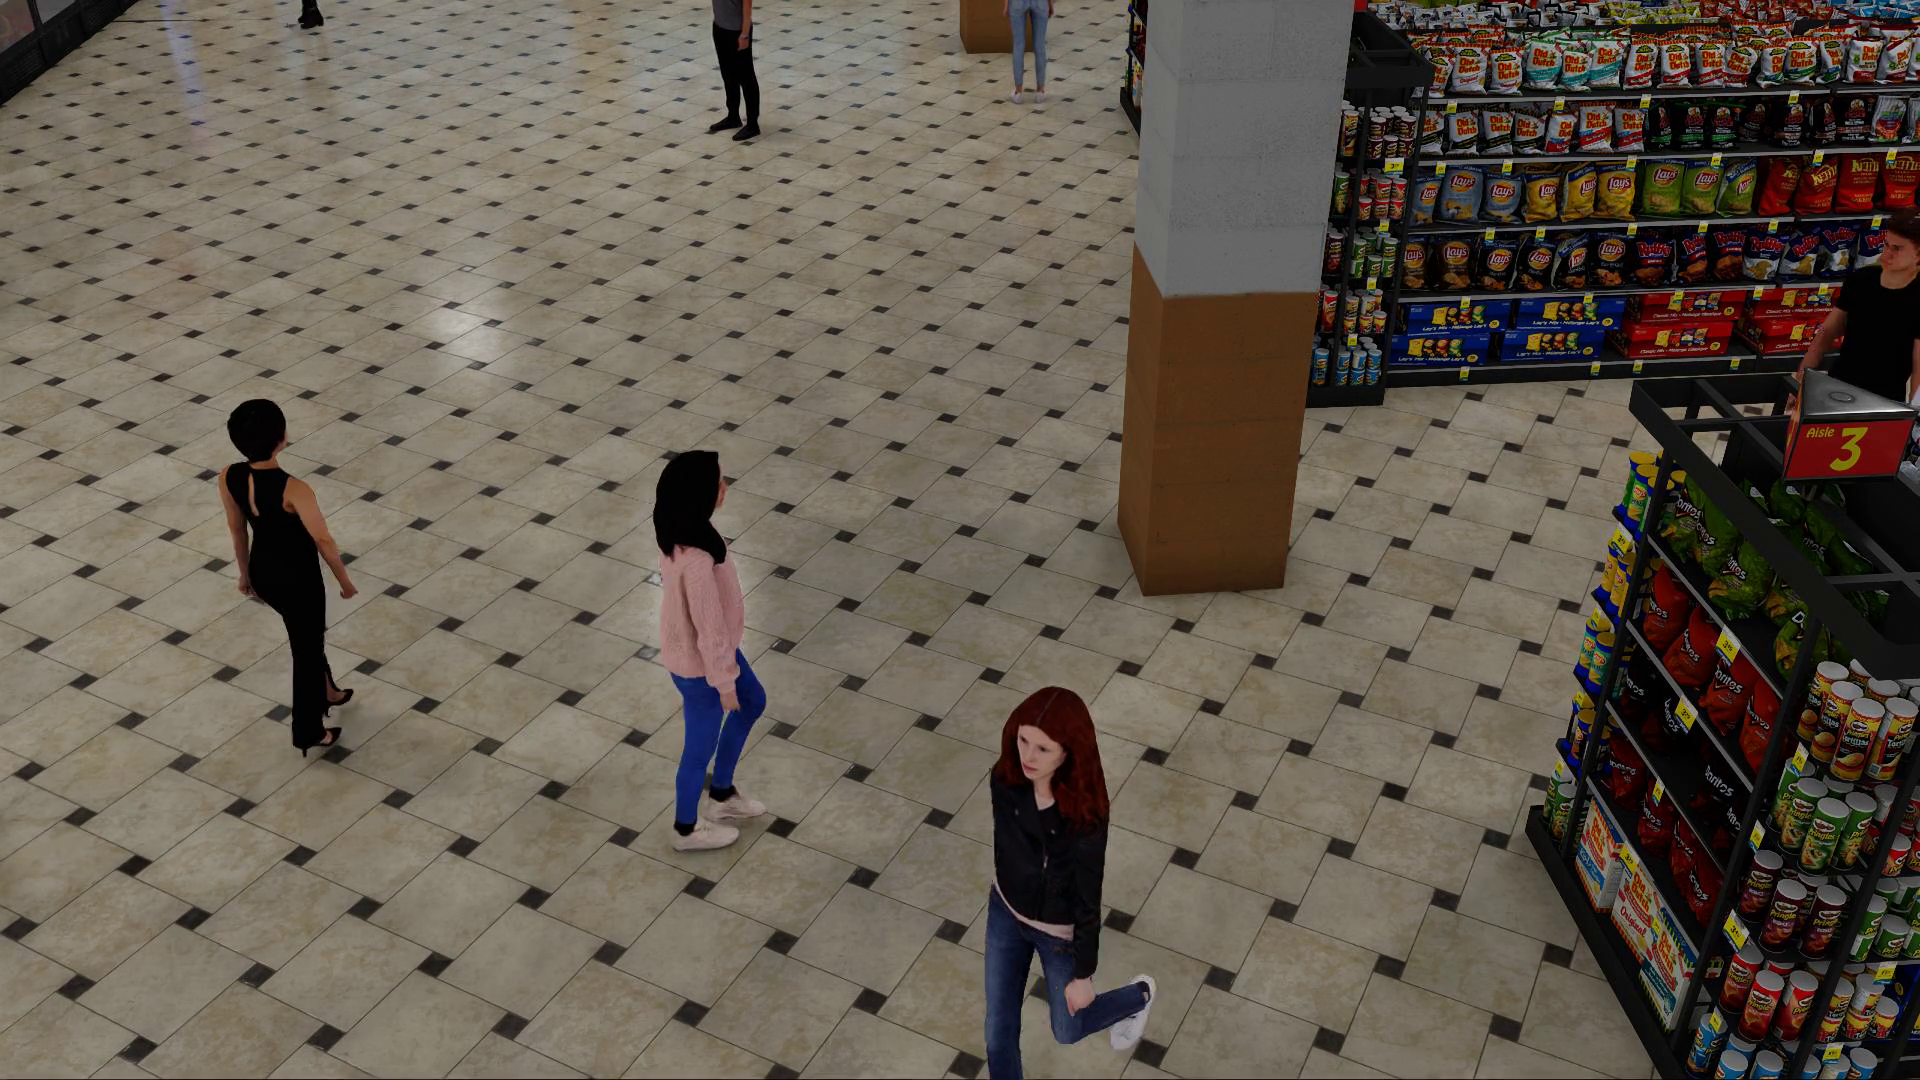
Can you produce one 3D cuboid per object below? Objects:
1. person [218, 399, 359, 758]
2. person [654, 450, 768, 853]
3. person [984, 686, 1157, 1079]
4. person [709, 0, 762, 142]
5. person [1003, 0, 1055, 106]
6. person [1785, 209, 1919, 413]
[{"bbox_3d":[-2.730,0.213,6.633,0.752,1.585,0.810,12,34,19],"label":"person"},{"bbox_3d":[-1.032,0.455,6.088,0.694,1.751,0.708,-7,33,-11],"label":"person"},{"bbox_3d":[0.304,1.145,4.971,1.043,1.759,1.137,27,41,36],"label":"person"},{"bbox_3d":[-1.842,-4.178,13.531,0.729,1.754,0.707,-23,39,-32],"label":"person"},{"bbox_3d":[0.590,-4.616,14.282,0.431,1.704,0.674,-3,32,-4],"label":"person"},{"bbox_3d":[4.329,-0.677,7.838,1.109,1.823,0.912,-13,34,-20],"label":"person"}]
